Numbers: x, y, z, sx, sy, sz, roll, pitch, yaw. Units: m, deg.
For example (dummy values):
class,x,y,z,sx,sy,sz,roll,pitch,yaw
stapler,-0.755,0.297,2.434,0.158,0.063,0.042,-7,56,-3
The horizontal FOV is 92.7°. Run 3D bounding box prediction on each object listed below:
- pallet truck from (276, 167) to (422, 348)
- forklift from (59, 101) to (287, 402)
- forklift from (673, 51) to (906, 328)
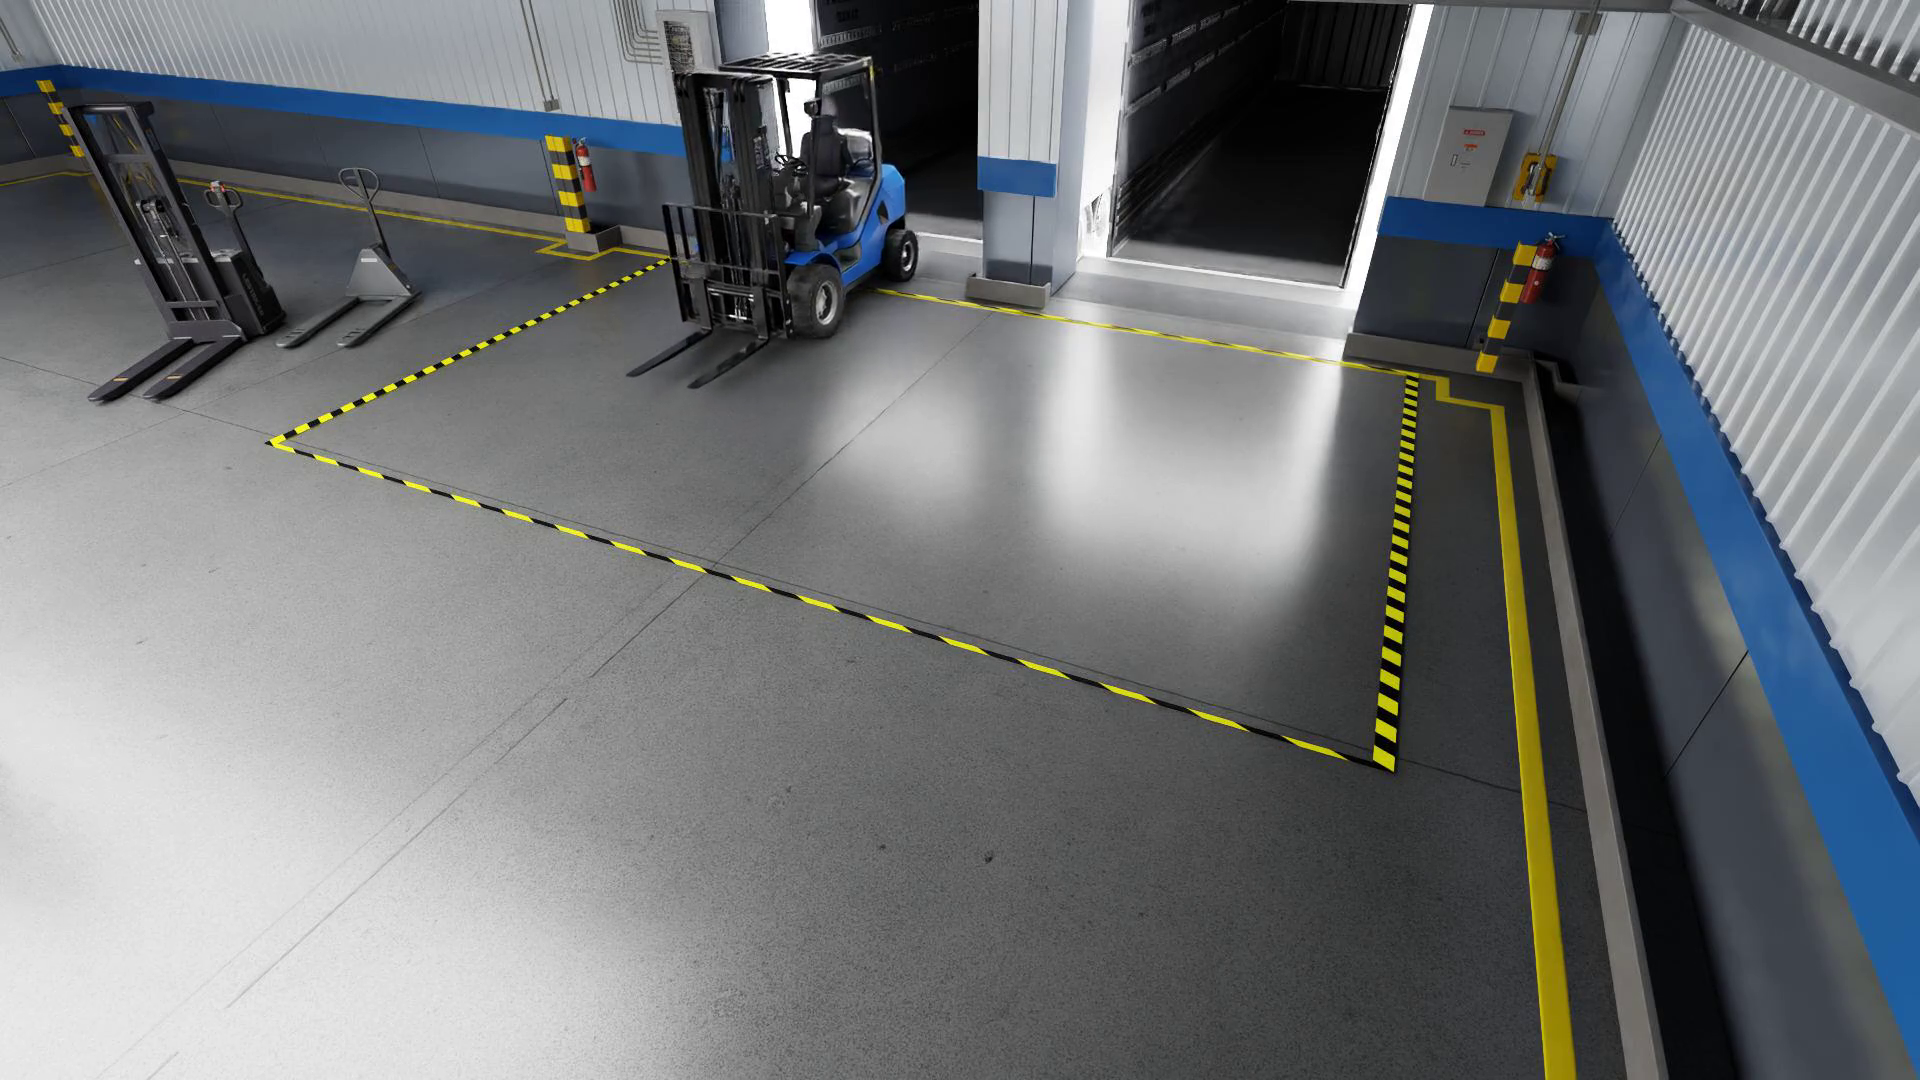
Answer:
class,x,y,z,sx,sy,sz,roll,pitch,yaw
pallet truck,-5.732,-2.611,8.414,0.680,1.201,1.601,-1,35,-1
forklift,-6.686,-2.387,7.434,0.823,1.965,1.885,-3,35,-5
forklift,-1.480,-3.354,8.496,1.157,2.036,2.680,13,37,18
